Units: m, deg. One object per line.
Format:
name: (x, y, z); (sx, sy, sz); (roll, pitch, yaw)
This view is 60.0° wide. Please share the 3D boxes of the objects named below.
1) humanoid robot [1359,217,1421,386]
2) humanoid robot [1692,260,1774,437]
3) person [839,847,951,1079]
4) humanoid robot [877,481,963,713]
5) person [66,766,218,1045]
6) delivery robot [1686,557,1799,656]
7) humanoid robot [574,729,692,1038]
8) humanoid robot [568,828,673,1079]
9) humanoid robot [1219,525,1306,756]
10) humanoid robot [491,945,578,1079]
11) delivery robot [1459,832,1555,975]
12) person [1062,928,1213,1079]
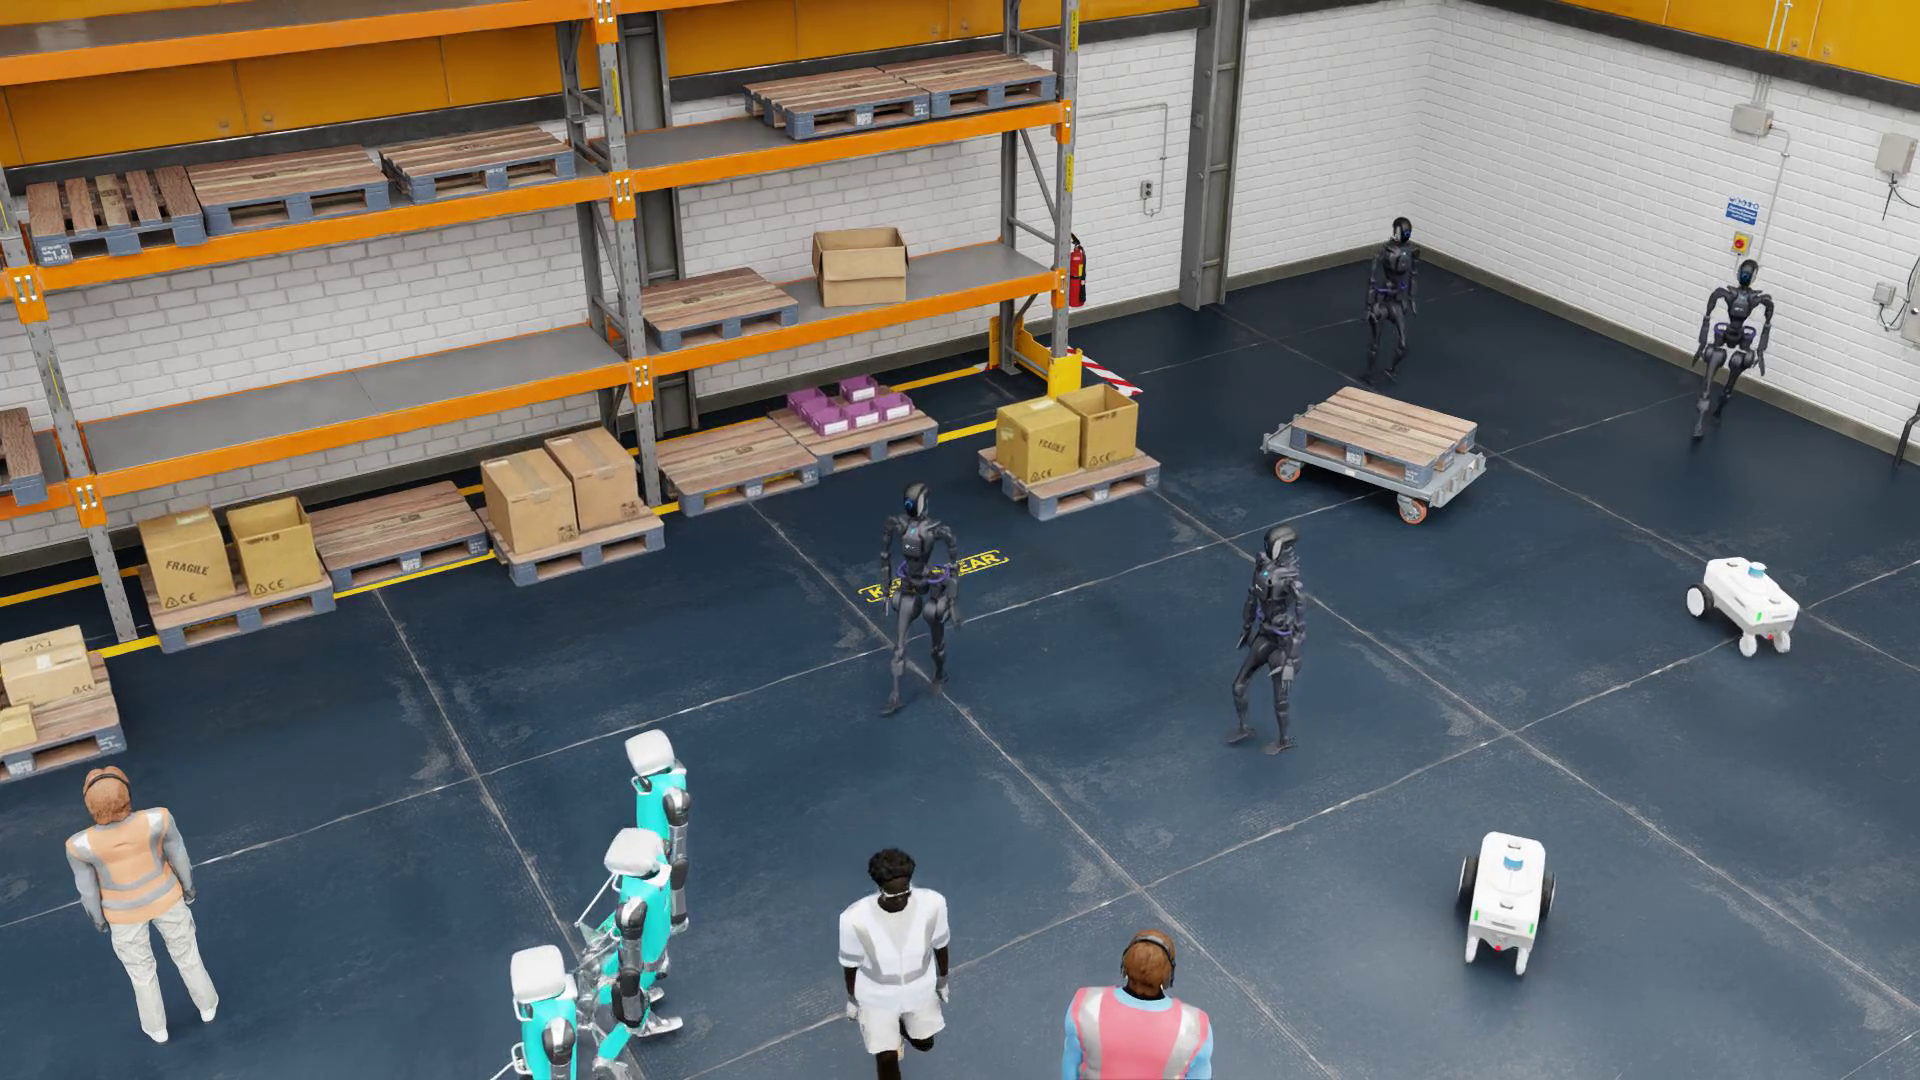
humanoid robot: (3.988, -2.209, 15.454); (0.604, 1.644, 0.369); (-13, 32, -21)
humanoid robot: (6.761, -1.668, 14.543); (0.601, 1.631, 0.783); (14, 32, 23)
person: (-0.311, 2.082, 7.856); (0.537, 1.675, 0.642); (-8, 31, -14)
humanoid robot: (-0.266, 0.392, 10.873); (0.600, 1.635, 0.722); (11, 31, 19)
person: (-4.087, 1.832, 8.335); (0.512, 1.640, 0.306); (-19, 35, -30)
delivery robot: (5.638, 0.424, 11.918); (0.499, 0.579, 0.753); (-5, 30, -9)
humanoid robot: (-1.665, 1.757, 8.269); (0.735, 1.693, 0.532); (-16, 33, -26)
humanoid robot: (-1.691, 2.059, 7.875); (0.845, 1.802, 0.561); (9, 31, 16)
humanoid robot: (1.951, 0.649, 10.397); (0.488, 1.649, 0.599); (-12, 32, -21)
humanoid robot: (-1.917, 2.484, 7.106); (0.894, 1.771, 0.582); (-11, 31, -19)
delivery robot: (3.025, 1.963, 9.203); (0.499, 0.589, 0.784); (10, 31, 18)
person: (0.748, 2.412, 7.124); (0.633, 1.830, 0.430); (6, 30, 10)
